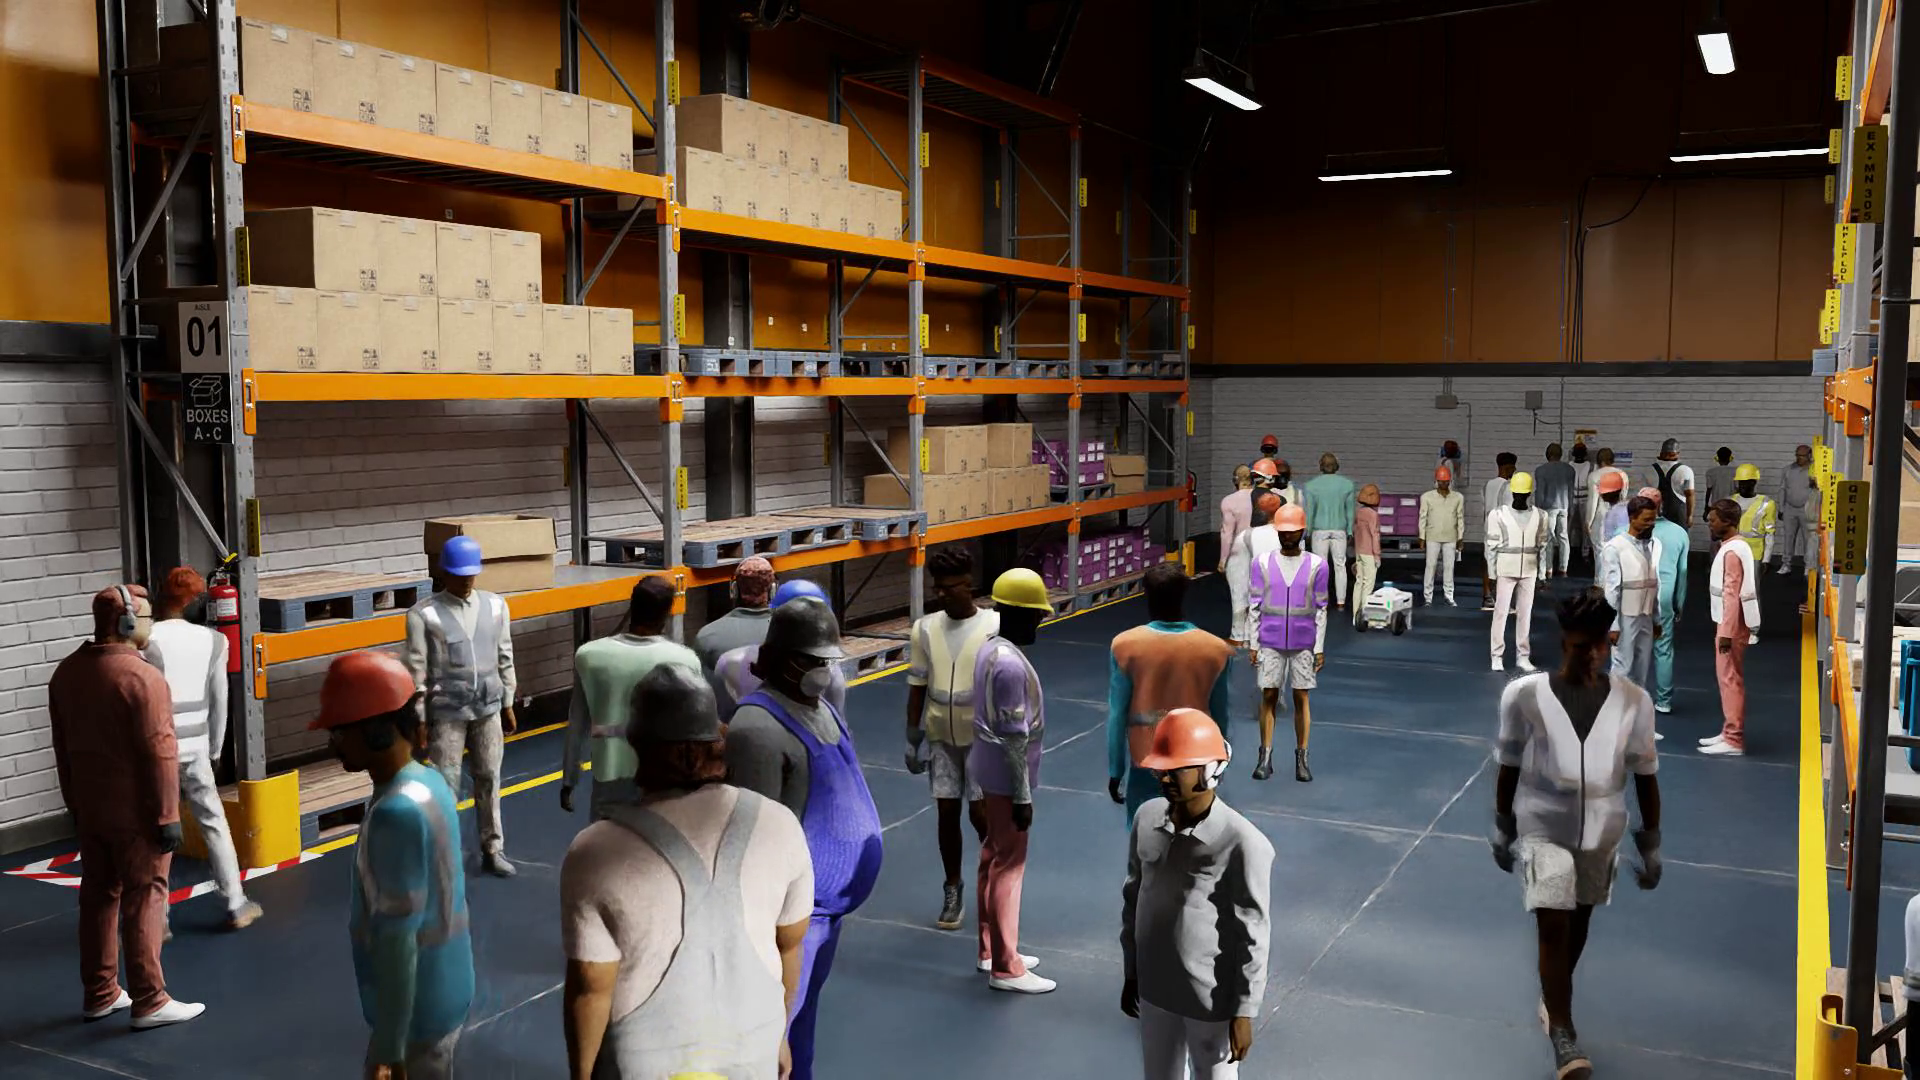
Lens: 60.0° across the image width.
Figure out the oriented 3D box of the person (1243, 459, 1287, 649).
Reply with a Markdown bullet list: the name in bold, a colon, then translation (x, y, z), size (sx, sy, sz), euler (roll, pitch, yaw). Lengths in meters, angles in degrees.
- **person**: translation (3.141, 0.152, 17.292), size (0.624, 1.990, 0.384), euler (4, 6, 35)

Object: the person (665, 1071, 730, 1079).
- **person**: translation (-0.404, 1.652, 2.570), size (0.506, 1.721, 0.529), euler (0, 5, 3)

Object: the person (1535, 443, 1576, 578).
- **person**: translation (8.459, -0.418, 23.717), size (0.628, 1.940, 0.377), euler (-1, 5, -15)

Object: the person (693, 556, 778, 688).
- **person**: translation (-1.014, 1.033, 8.275), size (0.651, 1.906, 0.403), euler (-2, 6, -18)

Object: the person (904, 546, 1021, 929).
- **person**: translation (0.019, 0.999, 8.450), size (0.630, 1.939, 0.420), euler (3, 6, 27)

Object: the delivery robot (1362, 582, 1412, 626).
- **delivery robot**: translation (4.756, 0.706, 18.487), size (0.477, 0.478, 0.707), euler (4, 6, 36)

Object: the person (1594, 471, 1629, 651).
- **person**: translation (6.731, 0.235, 16.963), size (0.628, 1.882, 0.571), euler (0, 5, 5)

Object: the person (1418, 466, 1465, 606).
- **person**: translation (5.996, -0.046, 20.693), size (0.572, 1.750, 0.331), euler (0, 5, 3)

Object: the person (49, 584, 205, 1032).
- **person**: translation (-3.574, 1.138, 7.156), size (0.654, 1.904, 0.406), euler (3, 6, 26)

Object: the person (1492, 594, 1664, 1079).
- **person**: translation (2.493, 1.178, 6.677), size (0.622, 1.902, 1.037), euler (1, 5, 7)

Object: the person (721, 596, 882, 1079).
- **person**: translation (-0.536, 1.196, 5.806), size (0.536, 2.000, 0.681), euler (1, 5, 14)

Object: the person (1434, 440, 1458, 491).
- **person**: translation (7.796, -0.662, 26.702), size (0.373, 1.879, 0.665), euler (0, 5, 5)

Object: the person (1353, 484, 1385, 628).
- **person**: translation (4.633, 0.183, 18.866), size (0.281, 1.634, 0.498), euler (-1, 5, -13)

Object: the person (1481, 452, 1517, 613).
- **person**: translation (6.551, -0.092, 20.119), size (0.373, 1.957, 0.606), euler (-2, 6, -17)

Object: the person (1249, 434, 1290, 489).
- **person**: translation (4.473, -0.505, 24.093), size (0.605, 2.045, 0.385), euler (1, 5, 8)

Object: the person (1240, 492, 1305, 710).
- **person**: translation (2.639, 0.522, 14.003), size (0.604, 1.863, 0.579), euler (3, 6, 29)

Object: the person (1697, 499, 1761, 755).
- **person**: translation (5.768, 0.649, 12.439), size (0.401, 1.908, 0.597), euler (2, 6, 25)

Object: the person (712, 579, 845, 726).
- **person**: translation (-0.822, 1.122, 7.268), size (0.644, 1.909, 0.464), euler (0, 5, 5)

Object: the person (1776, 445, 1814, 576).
- **person**: translation (12.155, -0.429, 24.044), size (0.639, 1.902, 0.407), euler (5, 7, 42)

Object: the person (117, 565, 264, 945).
- **person**: translation (-3.847, 1.063, 8.231), size (0.457, 1.860, 0.712), euler (3, 6, 31)

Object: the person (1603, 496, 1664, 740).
- **person**: translation (5.186, 0.611, 12.844), size (0.598, 1.908, 0.410), euler (-3, 6, -32)

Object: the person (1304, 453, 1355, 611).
- **person**: translation (4.482, -0.089, 20.211), size (0.627, 1.934, 0.370), euler (0, 5, 2)

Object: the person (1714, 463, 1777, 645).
- **person**: translation (8.337, 0.150, 17.660), size (0.370, 1.929, 0.585), euler (-4, 6, -35)

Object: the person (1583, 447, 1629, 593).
- **person**: translation (8.536, -0.258, 22.002), size (0.633, 1.936, 0.352), euler (-2, 6, -19)

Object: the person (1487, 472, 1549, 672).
- **person**: translation (5.362, 0.309, 15.984), size (0.588, 1.923, 0.383), euler (0, 5, 0)

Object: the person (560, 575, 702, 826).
- **person**: translation (-1.522, 1.102, 7.725), size (0.655, 1.877, 0.603), euler (-1, 5, -9)

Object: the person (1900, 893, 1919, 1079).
- **person**: translation (2.822, 1.485, 4.506), size (0.537, 1.699, 0.321), euler (1, 5, 15)

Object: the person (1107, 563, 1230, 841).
- **person**: translation (0.995, 1.061, 7.950), size (0.607, 1.901, 0.538), euler (0, 5, 1)

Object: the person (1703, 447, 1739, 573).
- **person**: translation (11.102, -0.427, 24.220), size (0.515, 1.865, 0.329), euler (2, 6, 16)

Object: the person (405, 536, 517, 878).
- **person**: translation (-2.751, 0.936, 9.204), size (0.622, 1.932, 0.421), euler (-5, 7, -40)

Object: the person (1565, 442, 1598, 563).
- **person**: translation (9.585, -0.577, 25.795), size (0.574, 1.876, 0.355), euler (2, 6, 20)

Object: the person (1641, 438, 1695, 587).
- **person**: translation (9.691, -0.376, 22.728), size (0.684, 2.000, 0.538), euler (4, 7, 37)

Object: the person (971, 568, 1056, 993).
- **person**: translation (0.242, 1.084, 7.622), size (0.373, 1.925, 0.585), euler (-1, 5, -9)

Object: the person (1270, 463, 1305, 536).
- **person**: translation (3.792, 0.003, 19.773), size (0.623, 1.835, 0.429), euler (0, 5, -1)

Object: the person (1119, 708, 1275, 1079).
- **person**: translation (0.711, 1.390, 5.221), size (0.321, 1.755, 0.563), euler (-5, 7, -42)

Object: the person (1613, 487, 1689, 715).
- **person**: translation (5.720, 0.512, 13.885), size (0.652, 1.906, 0.402), euler (0, 5, -4)

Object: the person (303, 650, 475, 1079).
- **person**: translation (-1.453, 1.311, 4.756), size (0.791, 2.012, 0.654), euler (-2, 6, -16)

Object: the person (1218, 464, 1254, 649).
- **person**: translation (2.964, 0.177, 17.352), size (0.627, 1.934, 0.372), euler (-3, 6, -27)

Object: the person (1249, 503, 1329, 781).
- **person**: translation (2.282, 0.710, 11.582), size (0.544, 1.939, 0.354), euler (1, 5, 13)
